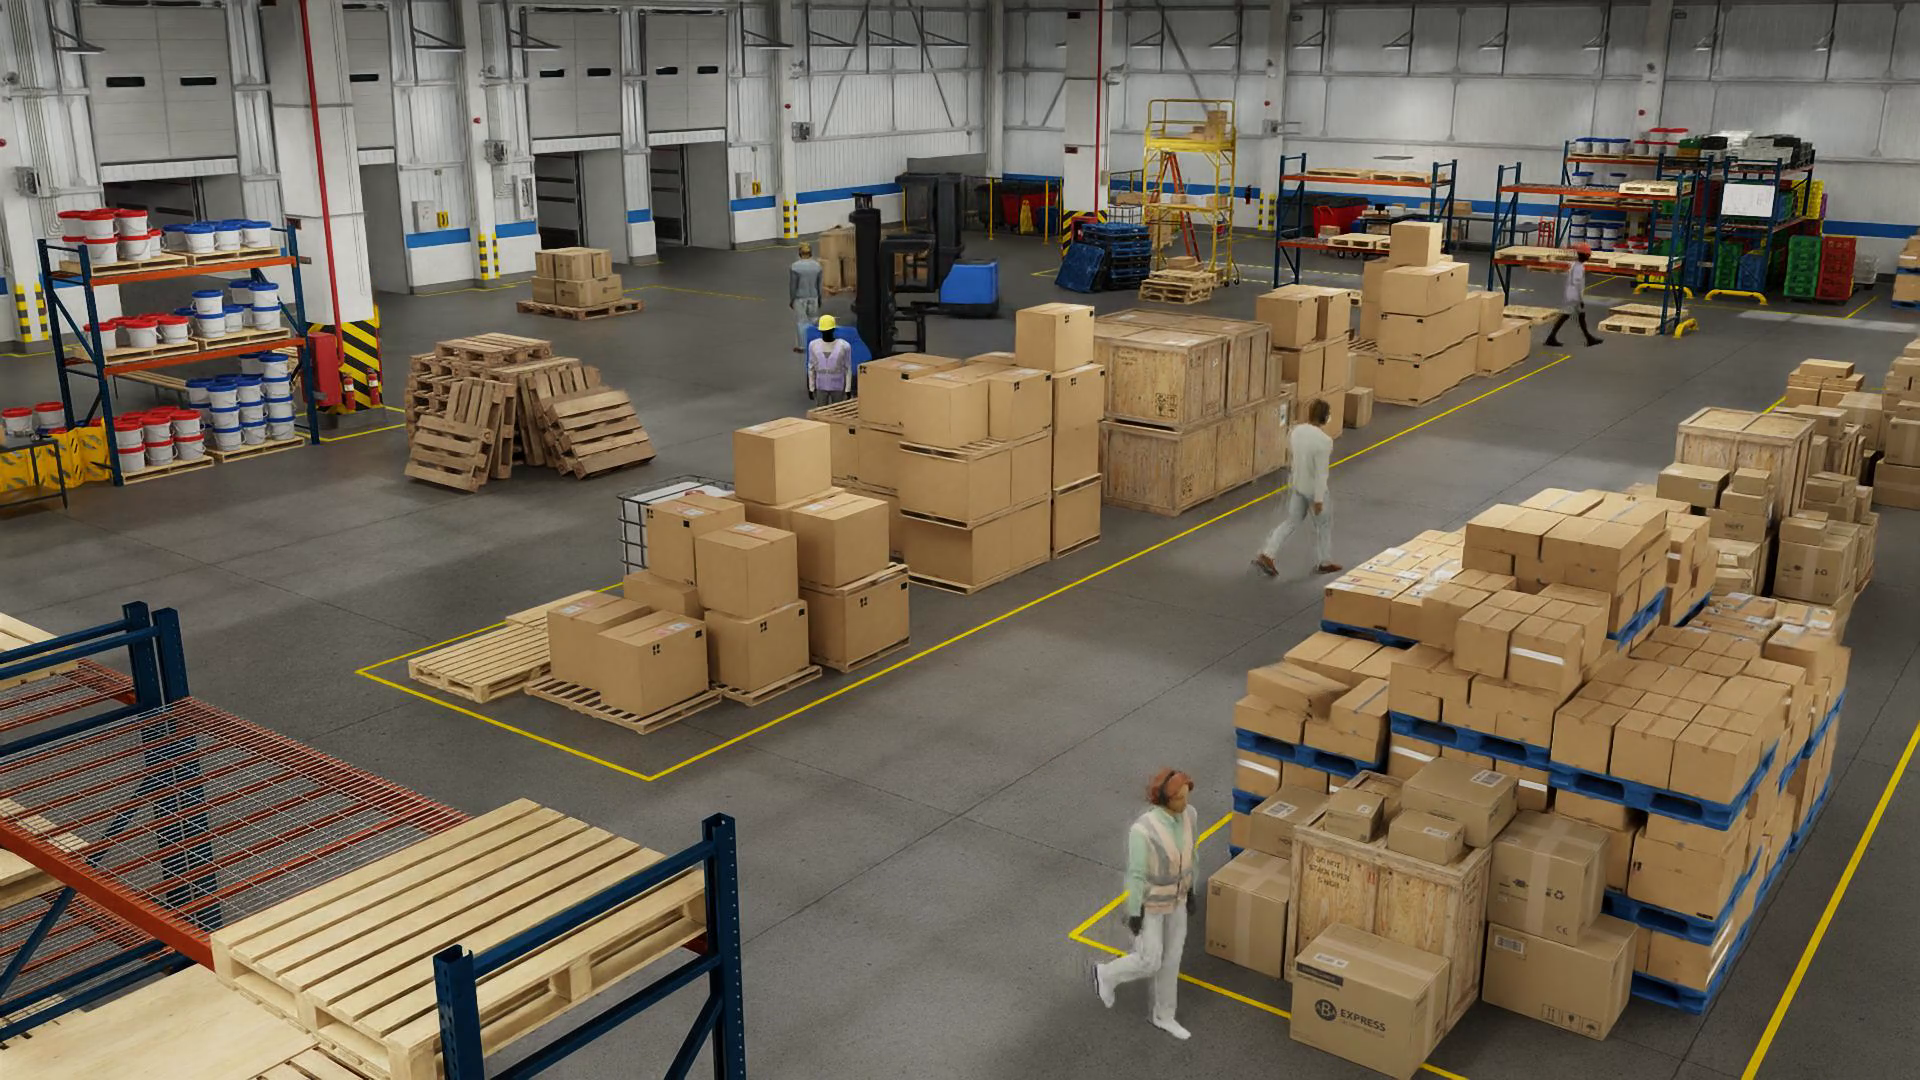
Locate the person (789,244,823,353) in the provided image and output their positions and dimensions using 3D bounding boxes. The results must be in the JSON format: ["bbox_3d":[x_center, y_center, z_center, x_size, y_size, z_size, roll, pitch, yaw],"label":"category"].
[{"bbox_3d":[-2.733,-4.288,29.605,0.640,1.927,0.388,-9,19,-27],"label":"person"}]

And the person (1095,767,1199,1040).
[{"bbox_3d":[1.067,2.000,9.304,0.520,1.622,0.515,-15,22,-40],"label":"person"}]

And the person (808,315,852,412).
[{"bbox_3d":[-1.737,-2.052,22.191,0.591,1.926,0.386,3,17,9],"label":"person"}]

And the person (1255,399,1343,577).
[{"bbox_3d":[3.553,-0.522,17.189,0.980,1.904,0.637,-8,19,-25],"label":"person"}]

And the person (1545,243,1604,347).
[{"bbox_3d":[11.180,-4.422,30.121,1.023,1.879,0.574,5,18,17],"label":"person"}]

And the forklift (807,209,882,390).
[{"bbox_3d":[-1.457,-3.801,26.362,1.873,2.768,1.129,1,17,4],"label":"forklift"}]

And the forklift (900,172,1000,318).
[{"bbox_3d":[-0.186,-5.961,33.512,1.873,2.768,1.129,3,17,10],"label":"forklift"}]

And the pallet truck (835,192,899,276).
[{"bbox_3d":[-1.936,-7.159,38.982,1.885,1.965,0.823,-12,21,-34],"label":"pallet truck"}]
